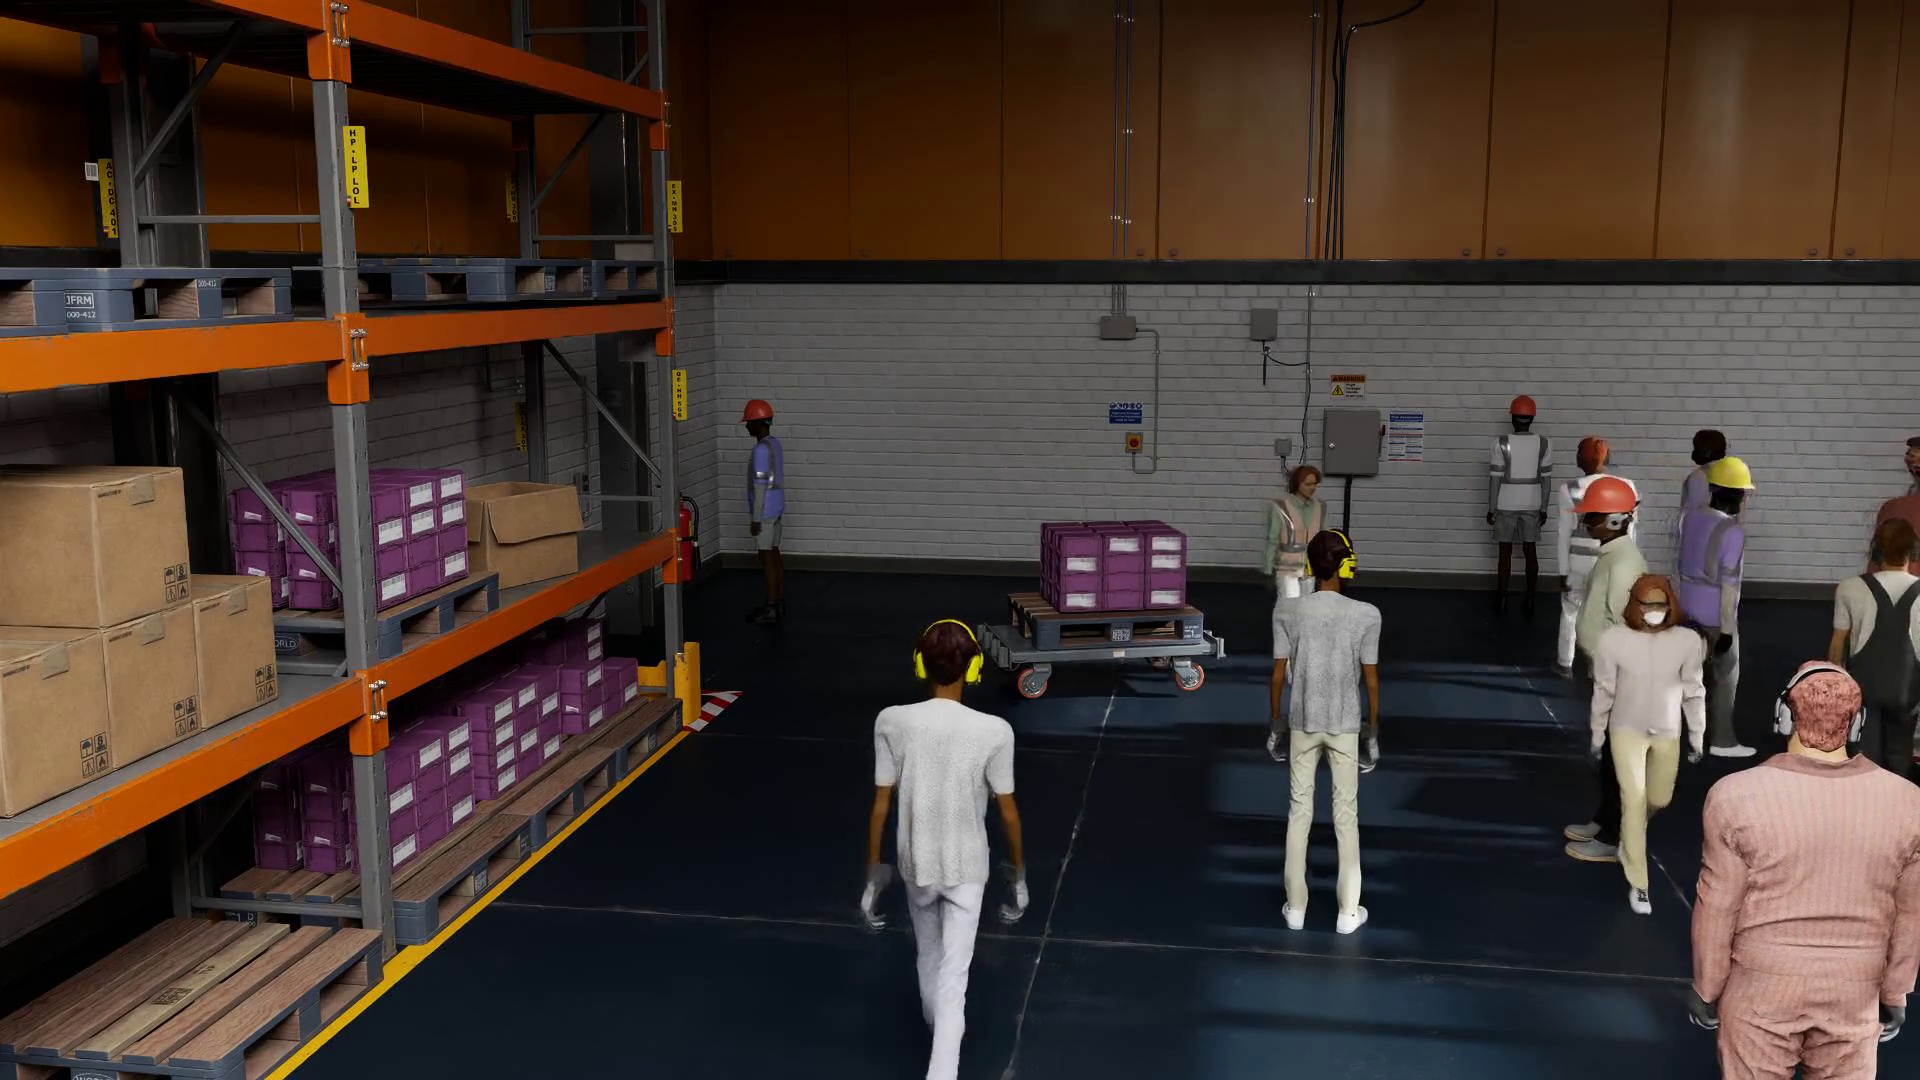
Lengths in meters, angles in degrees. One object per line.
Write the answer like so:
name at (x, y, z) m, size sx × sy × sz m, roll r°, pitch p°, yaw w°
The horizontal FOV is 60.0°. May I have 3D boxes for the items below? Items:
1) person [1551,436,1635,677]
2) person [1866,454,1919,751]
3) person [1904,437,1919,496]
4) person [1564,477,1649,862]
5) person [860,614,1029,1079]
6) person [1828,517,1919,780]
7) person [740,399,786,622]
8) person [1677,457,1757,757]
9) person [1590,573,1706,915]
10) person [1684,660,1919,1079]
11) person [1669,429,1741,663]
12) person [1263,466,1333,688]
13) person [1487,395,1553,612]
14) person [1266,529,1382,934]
person at (4.614, 0.173, 12.058) m, size 0.584 × 1.849 × 0.942 m, roll 0°, pitch 9°, yaw 3°
person at (5.856, 0.383, 10.426) m, size 0.872 × 1.960 × 0.641 m, roll -3°, pitch 10°, yaw -16°
person at (7.325, 0.117, 12.523) m, size 0.943 × 1.805 × 0.562 m, roll 2°, pitch 9°, yaw 11°
person at (3.338, 0.662, 8.600) m, size 0.407 × 1.986 × 0.608 m, roll 2°, pitch 10°, yaw 15°
person at (-0.023, 1.162, 5.953) m, size 0.559 × 1.830 × 0.935 m, roll 2°, pitch 10°, yaw 15°
person at (4.684, 0.776, 8.456) m, size 0.506 × 1.795 × 0.927 m, roll 4°, pitch 10°, yaw 22°
person at (-1.712, -0.254, 14.413) m, size 0.382 × 1.929 × 0.540 m, roll 1°, pitch 9°, yaw 7°
person at (4.579, 0.429, 10.289) m, size 0.769 × 1.902 × 0.599 m, roll -2°, pitch 9°, yaw -12°
person at (3.323, 0.931, 8.095) m, size 0.514 × 1.605 × 0.748 m, roll 1°, pitch 9°, yaw 6°
person at (2.472, 1.296, 4.915) m, size 0.641 × 1.908 × 0.408 m, roll 1°, pitch 9°, yaw 6°
person at (5.734, 0.061, 12.769) m, size 0.647 × 1.826 × 0.461 m, roll -6°, pitch 11°, yaw -34°
person at (2.504, 0.267, 12.145) m, size 0.539 × 1.612 × 0.627 m, roll -4°, pitch 10°, yaw -21°
person at (4.952, -0.317, 14.768) m, size 0.548 × 1.938 × 0.358 m, roll 0°, pitch 9°, yaw 2°
person at (1.668, 0.877, 7.640) m, size 0.513 × 1.863 × 0.329 m, roll 3°, pitch 10°, yaw 18°
